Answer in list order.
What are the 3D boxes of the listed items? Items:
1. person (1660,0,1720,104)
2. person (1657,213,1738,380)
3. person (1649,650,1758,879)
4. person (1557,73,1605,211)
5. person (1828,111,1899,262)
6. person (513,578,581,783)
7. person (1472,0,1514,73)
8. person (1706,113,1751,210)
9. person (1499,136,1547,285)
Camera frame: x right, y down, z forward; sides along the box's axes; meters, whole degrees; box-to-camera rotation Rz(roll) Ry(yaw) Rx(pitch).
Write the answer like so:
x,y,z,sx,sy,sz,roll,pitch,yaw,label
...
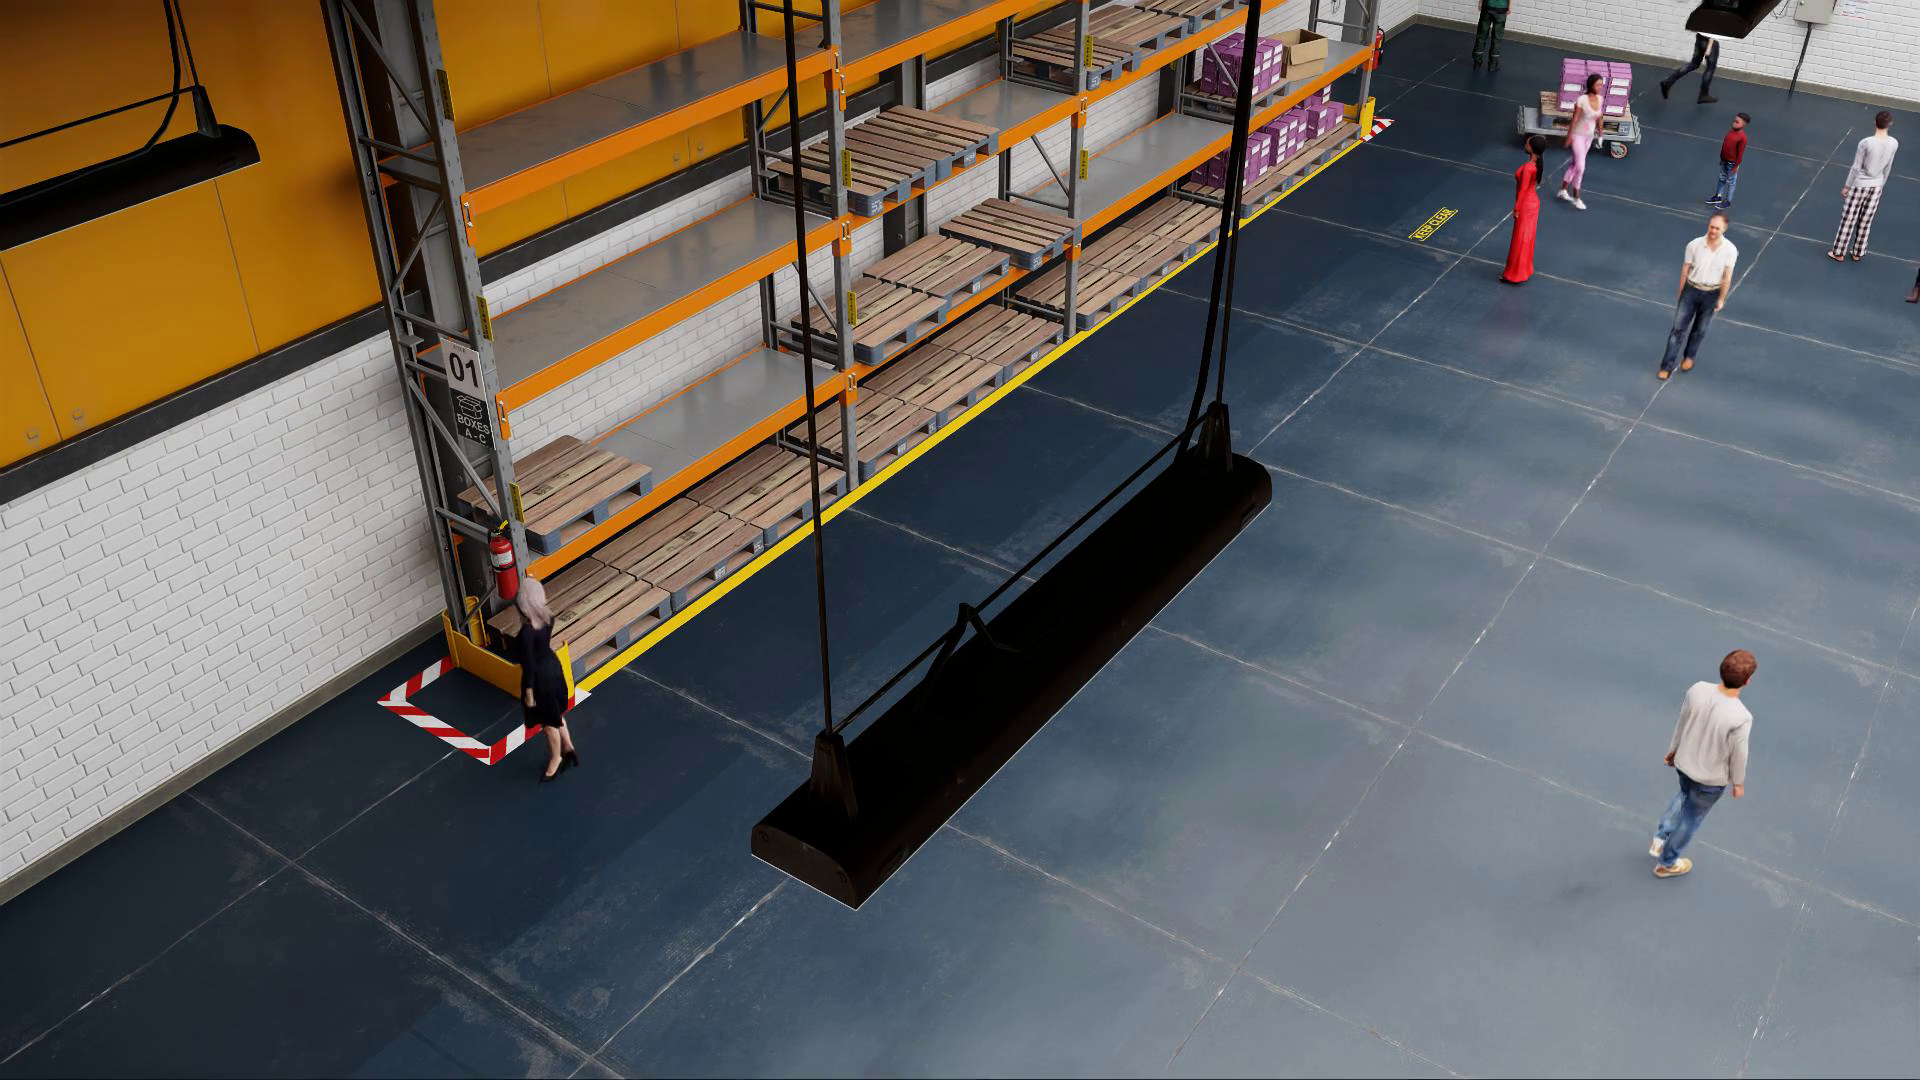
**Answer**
x,y,z,sx,sy,sz,roll,pitch,yaw,label
11.075,-7.442,24.876,1.179,1.865,1.156,-3,34,-4,person
7.911,-2.617,17.661,0.708,1.816,1.081,19,38,27,person
4.972,1.577,11.287,0.793,1.888,0.781,-13,36,-19,person
8.055,-5.245,21.699,0.915,1.723,0.917,-14,36,-20,person
10.962,-4.278,20.132,0.714,1.846,0.734,0,34,0,person
-3.075,1.064,12.203,0.779,1.727,0.697,-9,35,-14,person
8.451,-8.402,26.287,0.696,1.901,0.596,17,37,24,person
10.074,-4.968,21.704,0.630,1.255,0.578,-8,34,-12,person
6.678,-3.892,19.608,0.687,1.784,0.564,19,38,26,person
